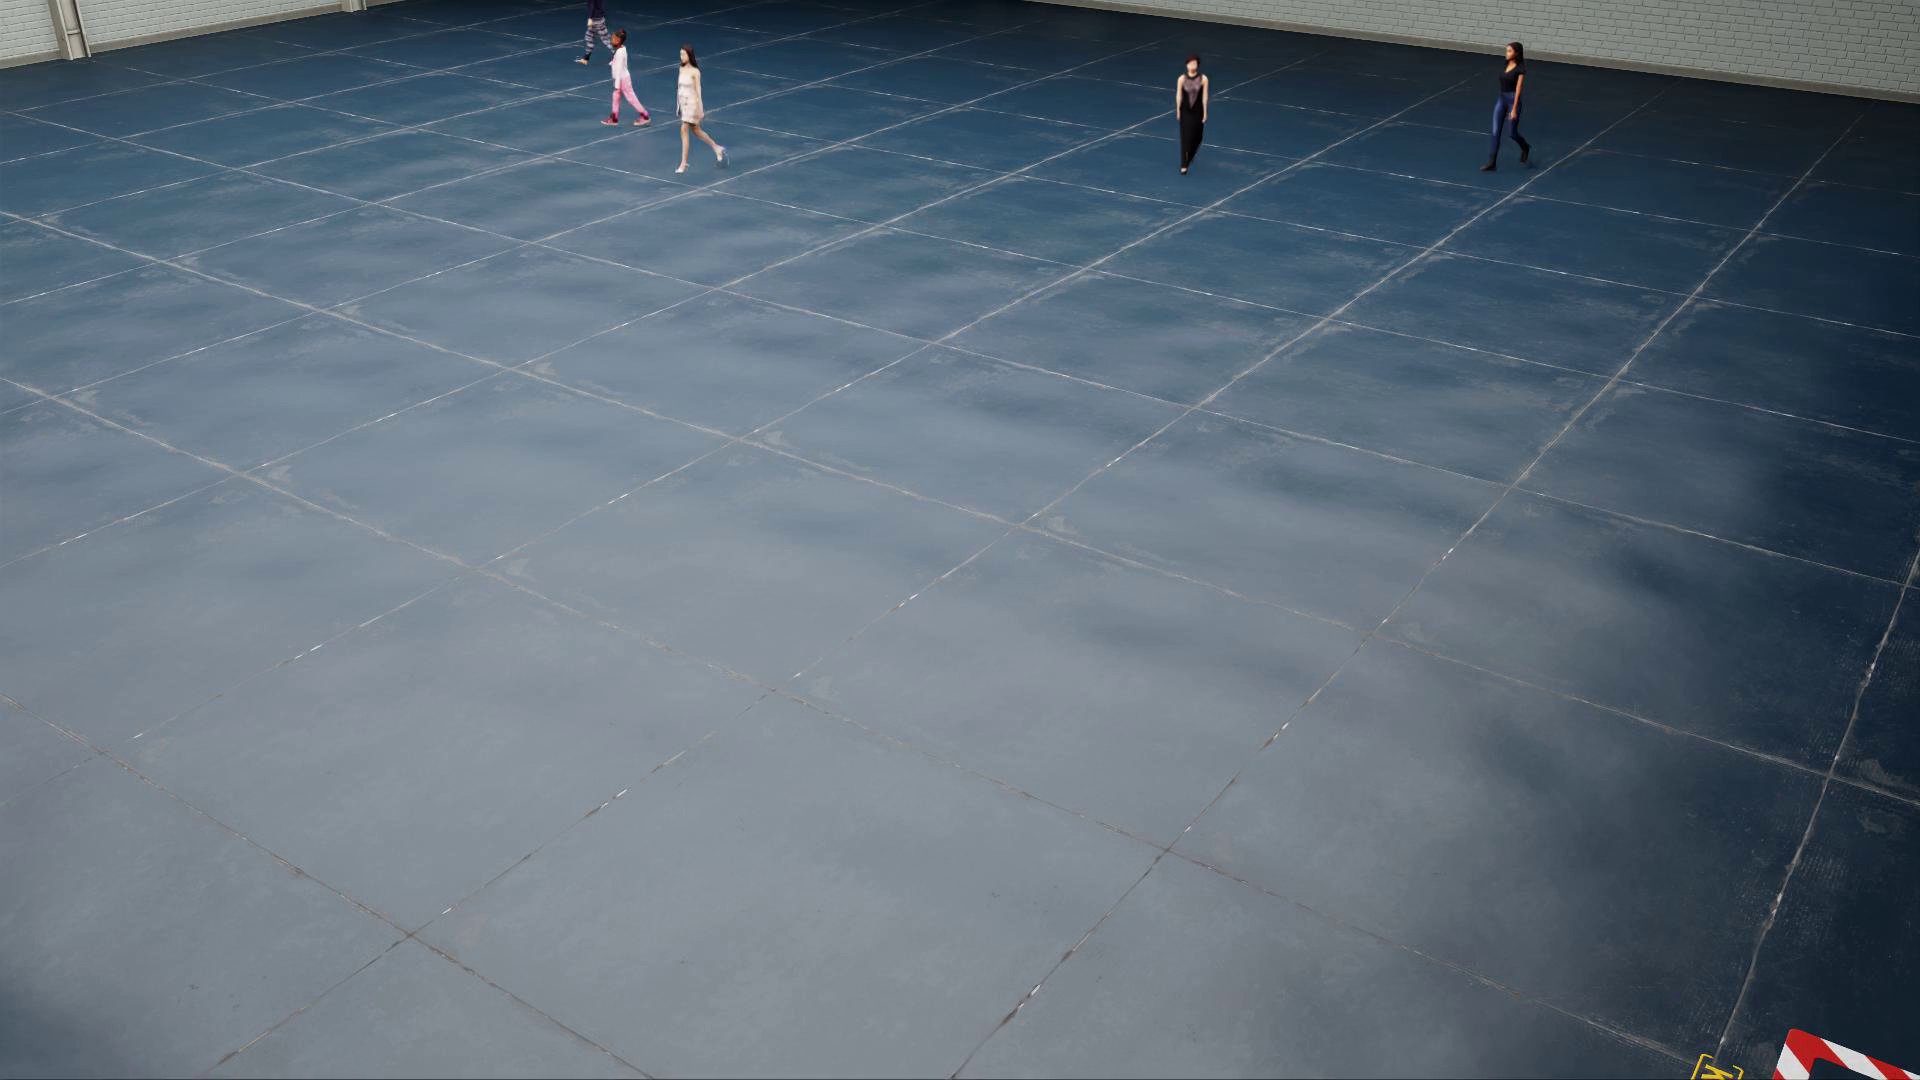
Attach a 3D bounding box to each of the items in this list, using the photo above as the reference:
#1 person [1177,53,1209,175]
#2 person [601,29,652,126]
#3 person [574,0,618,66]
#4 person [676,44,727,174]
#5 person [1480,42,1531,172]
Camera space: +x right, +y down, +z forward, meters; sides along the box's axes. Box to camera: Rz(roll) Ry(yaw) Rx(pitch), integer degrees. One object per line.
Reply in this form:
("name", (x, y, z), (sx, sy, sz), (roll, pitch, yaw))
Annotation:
("person", (3.178, -5.837, 22.745), (0.861, 1.580, 1.030), (3, 27, 6))
("person", (-5.018, -6.956, 25.098), (1.016, 1.415, 0.957), (-4, 28, -8))
("person", (-6.224, -9.079, 28.929), (1.095, 1.682, 1.093), (-2, 27, -3))
("person", (-3.588, -5.873, 22.682), (1.099, 1.700, 0.760), (-20, 33, -34))
("person", (7.557, -5.906, 22.726), (1.081, 1.721, 0.863), (-13, 30, -24))
